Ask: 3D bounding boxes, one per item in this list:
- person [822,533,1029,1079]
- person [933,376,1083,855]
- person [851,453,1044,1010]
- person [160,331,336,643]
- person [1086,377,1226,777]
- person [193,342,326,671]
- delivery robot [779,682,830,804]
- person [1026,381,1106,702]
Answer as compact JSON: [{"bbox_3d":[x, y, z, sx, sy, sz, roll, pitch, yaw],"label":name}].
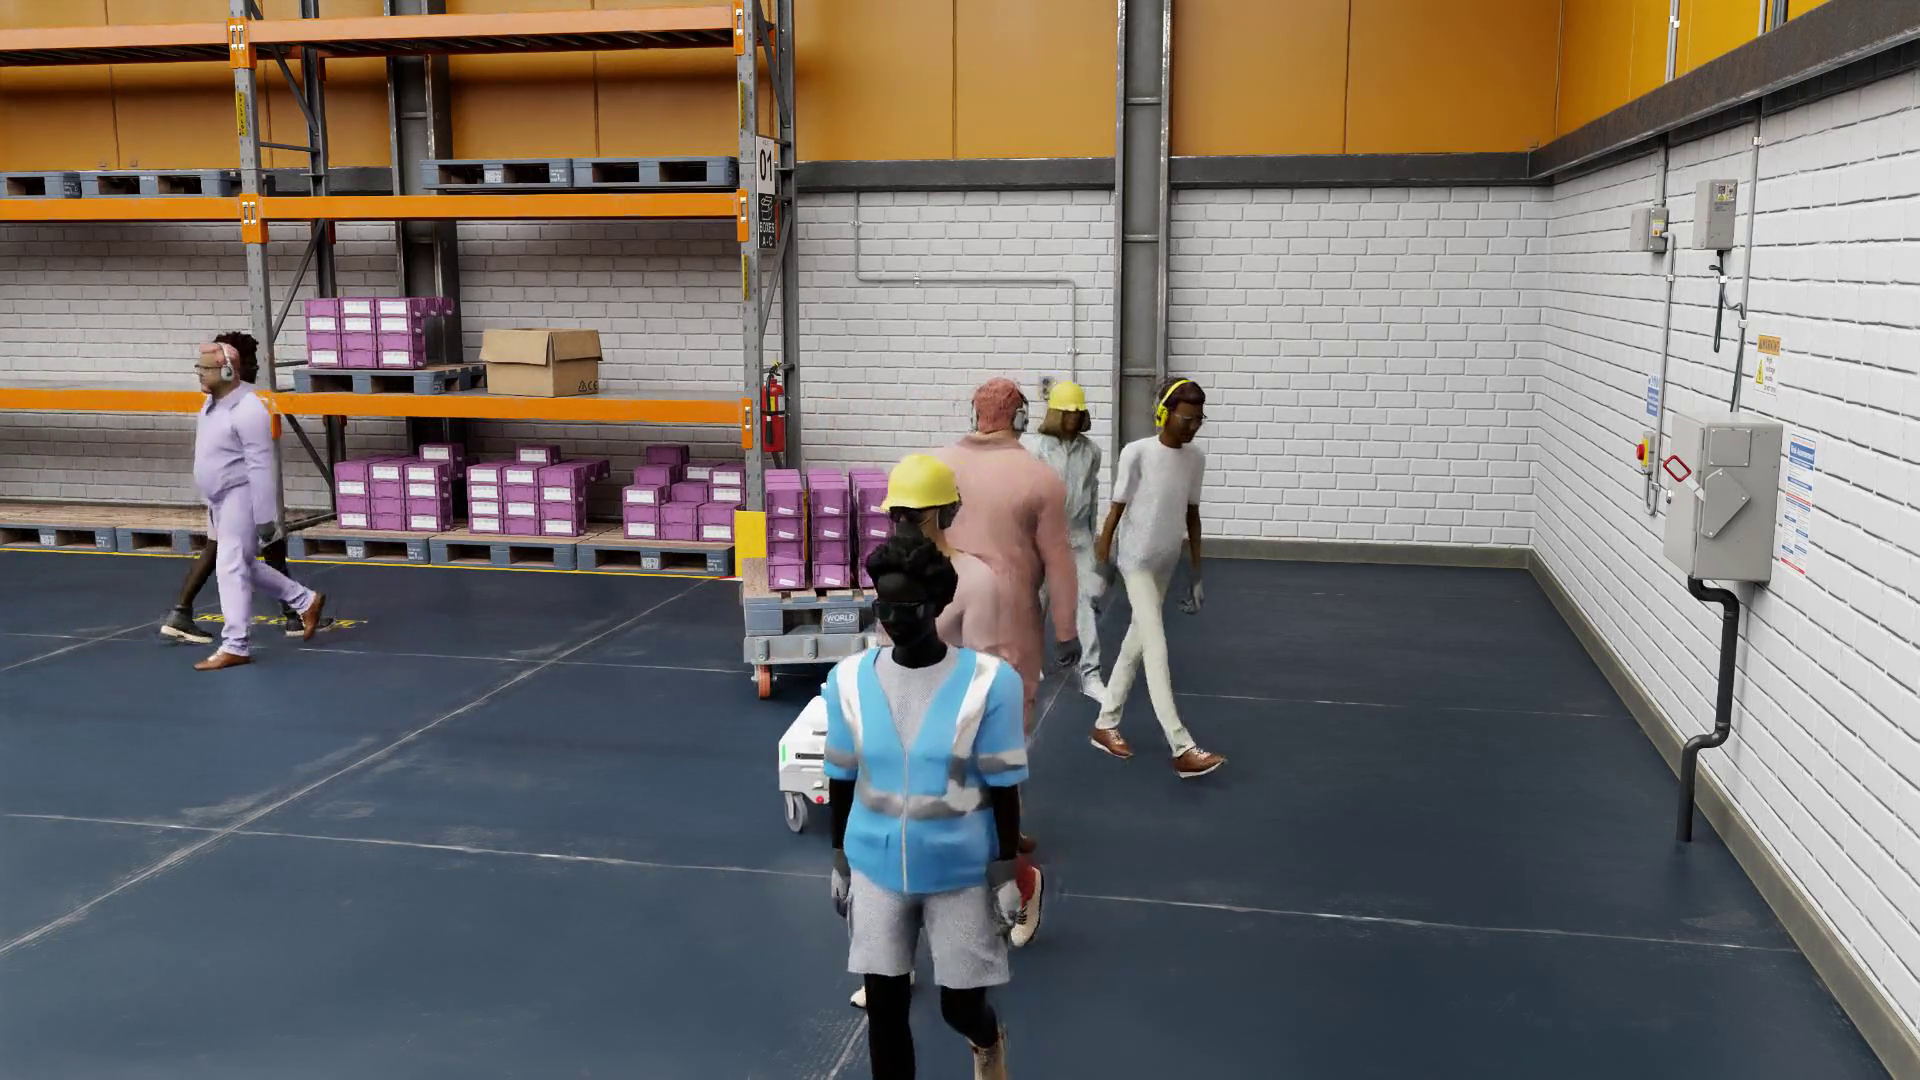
[{"bbox_3d":[-0.081,0.801,4.161,0.540,1.679,0.529,3,10,17],"label":"person"},{"bbox_3d":[0.143,0.310,6.502,0.675,1.885,0.434,6,11,34],"label":"person"},{"bbox_3d":[-0.035,0.574,5.332,0.524,1.743,0.745,7,12,37],"label":"person"},{"bbox_3d":[-4.450,-0.317,10.182,0.995,1.926,0.616,-7,12,-35],"label":"person"},{"bbox_3d":[0.923,0.167,7.595,0.574,1.806,0.938,-8,12,-40],"label":"person"},{"bbox_3d":[-4.119,-0.217,9.678,0.749,1.884,0.646,-8,12,-39],"label":"person"},{"bbox_3d":[-0.534,0.842,7.017,0.477,0.478,0.707,1,10,6],"label":"delivery robot"},{"bbox_3d":[0.550,-0.015,9.047,0.495,1.700,0.841,-4,10,-22],"label":"person"}]
